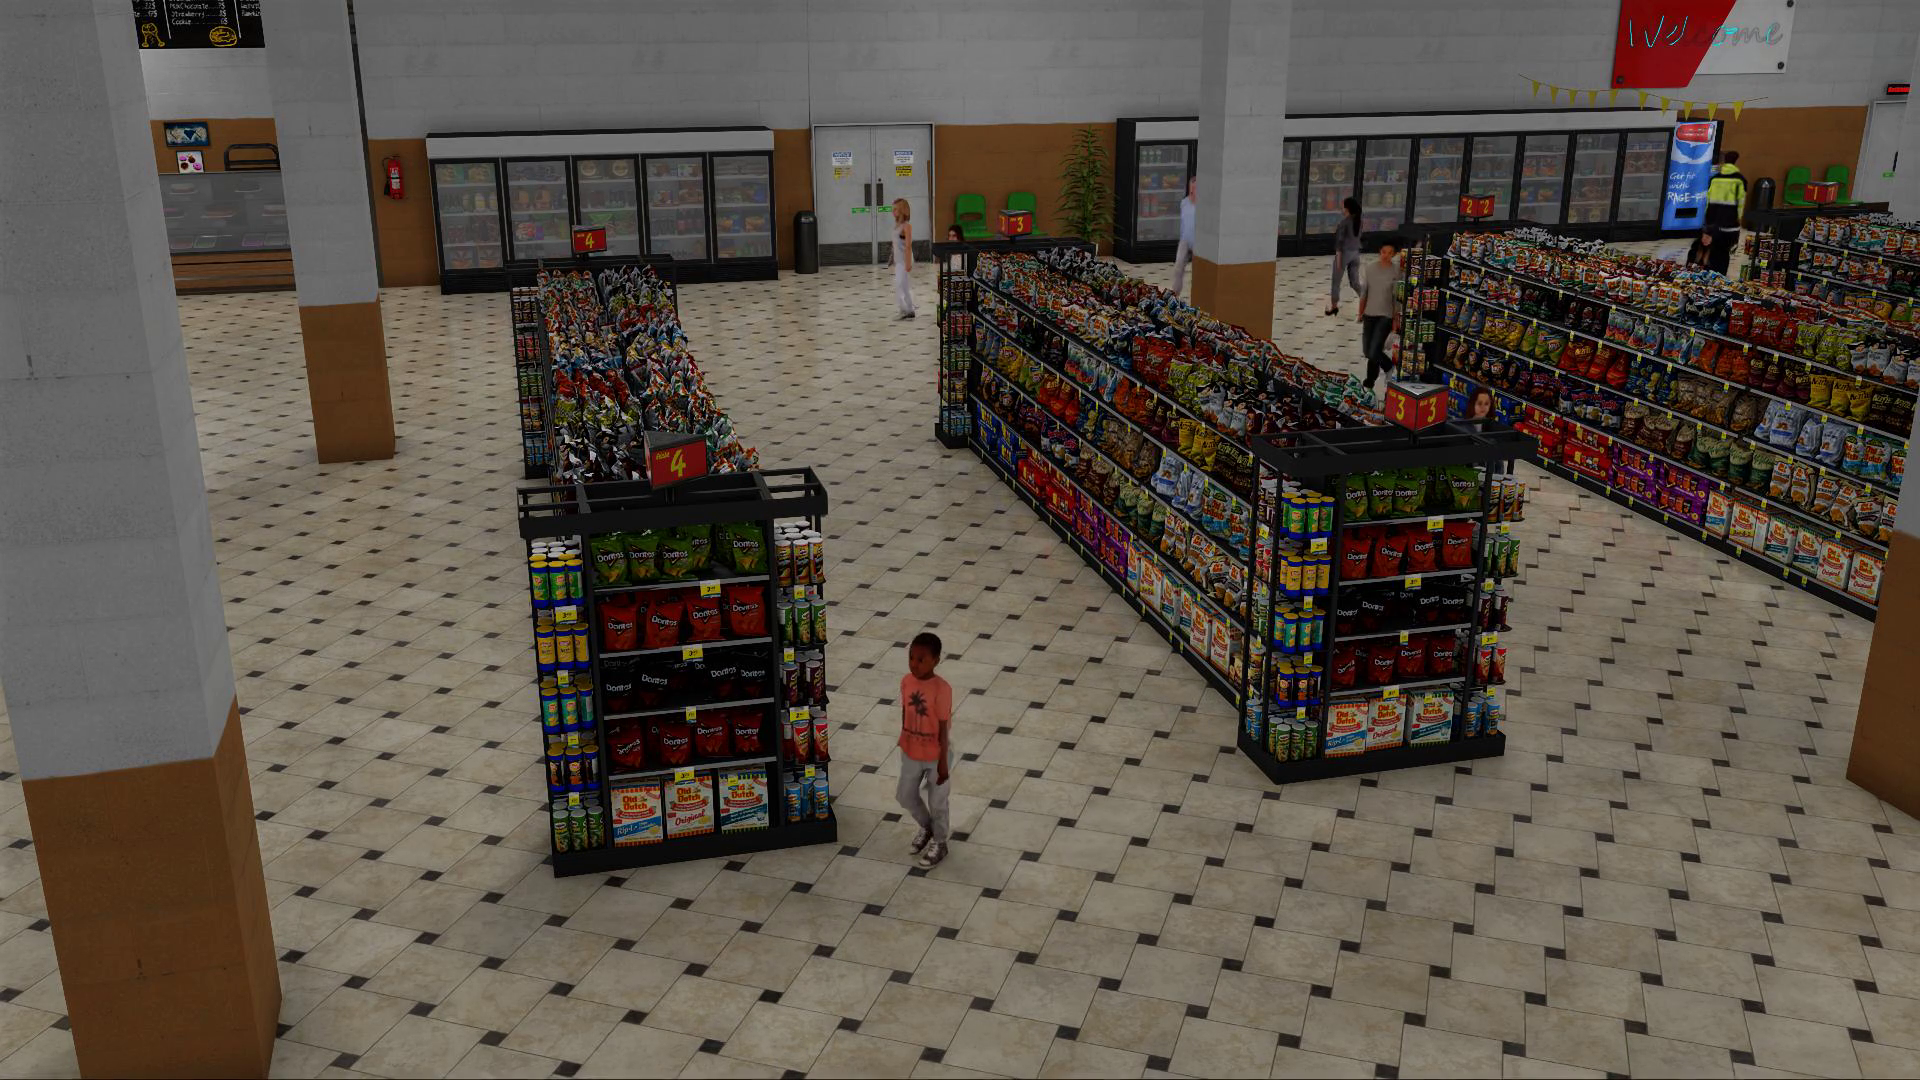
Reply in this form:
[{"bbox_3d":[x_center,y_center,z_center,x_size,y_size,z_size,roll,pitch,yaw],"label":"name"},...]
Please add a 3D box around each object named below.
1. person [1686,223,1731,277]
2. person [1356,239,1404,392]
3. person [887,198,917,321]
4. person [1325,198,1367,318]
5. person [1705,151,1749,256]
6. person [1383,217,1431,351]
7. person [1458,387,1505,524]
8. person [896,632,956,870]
[{"bbox_3d":[9.225,-3.099,20.645,0.754,1.672,0.847,17,25,41],"label":"person"},{"bbox_3d":[4.774,-2.498,18.705,0.987,1.772,0.994,-17,25,-40],"label":"person"},{"bbox_3d":[-0.708,-3.873,22.961,0.669,1.659,0.520,-6,19,-16],"label":"person"},{"bbox_3d":[5.391,-3.832,22.852,0.757,1.651,1.077,-10,21,-27],"label":"person"},{"bbox_3d":[11.910,-5.059,26.002,0.964,1.964,0.847,-15,24,-37],"label":"person"},{"bbox_3d":[5.795,-3.155,20.797,1.097,1.682,1.079,8,20,23],"label":"person"},{"bbox_3d":[4.081,-0.503,13.298,0.735,1.447,1.008,0,19,-1],"label":"person"},{"bbox_3d":[-0.134,1.091,8.803,0.596,1.299,0.658,11,22,30],"label":"person"}]
